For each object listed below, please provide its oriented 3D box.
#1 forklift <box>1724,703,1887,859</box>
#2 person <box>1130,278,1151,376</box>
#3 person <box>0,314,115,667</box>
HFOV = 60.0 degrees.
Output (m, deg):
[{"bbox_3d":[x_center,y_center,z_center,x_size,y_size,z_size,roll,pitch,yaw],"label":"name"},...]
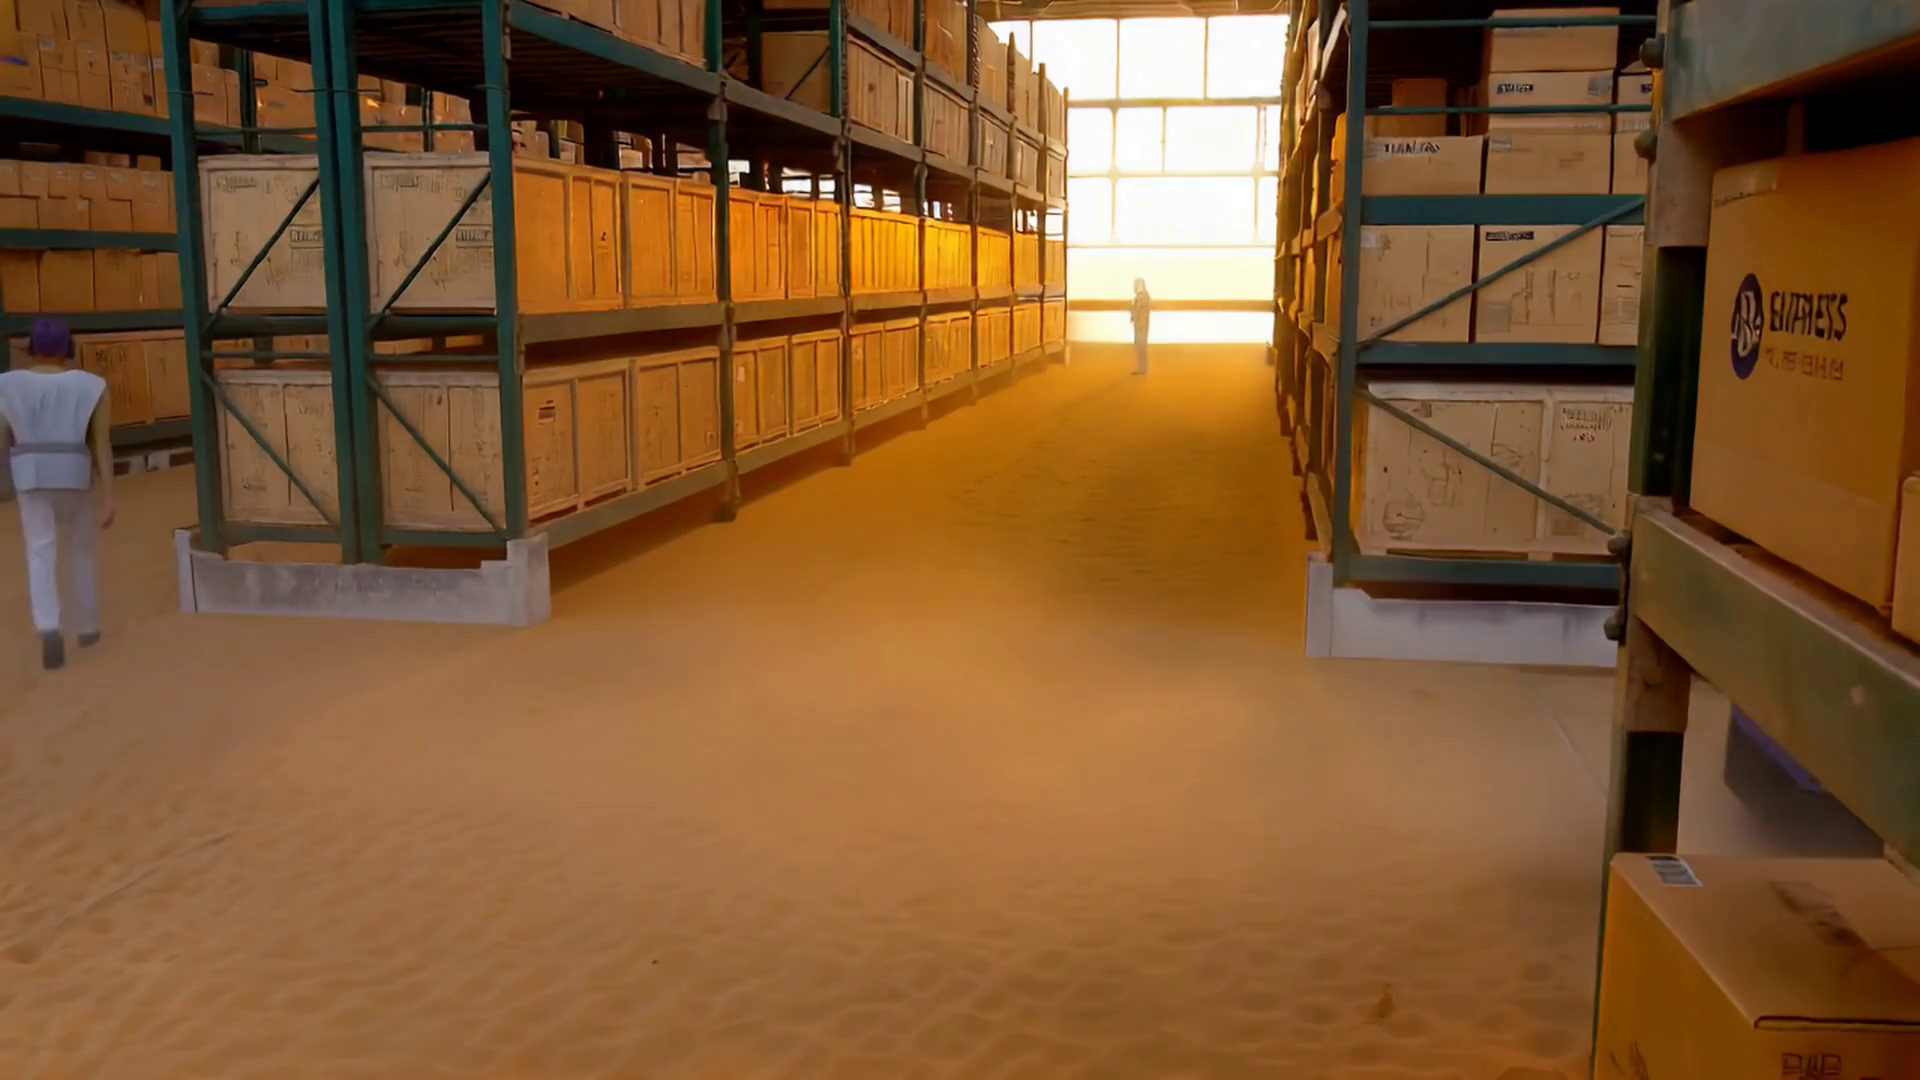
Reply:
[{"bbox_3d":[3.774,-0.305,5.582,1.873,2.768,1.129,2,9,10],"label":"forklift"},{"bbox_3d":[3.521,-4.172,32.578,0.403,1.911,0.637,3,10,17],"label":"person"},{"bbox_3d":[-4.712,-0.268,8.674,0.568,1.811,0.888,-5,10,-27],"label":"person"}]
